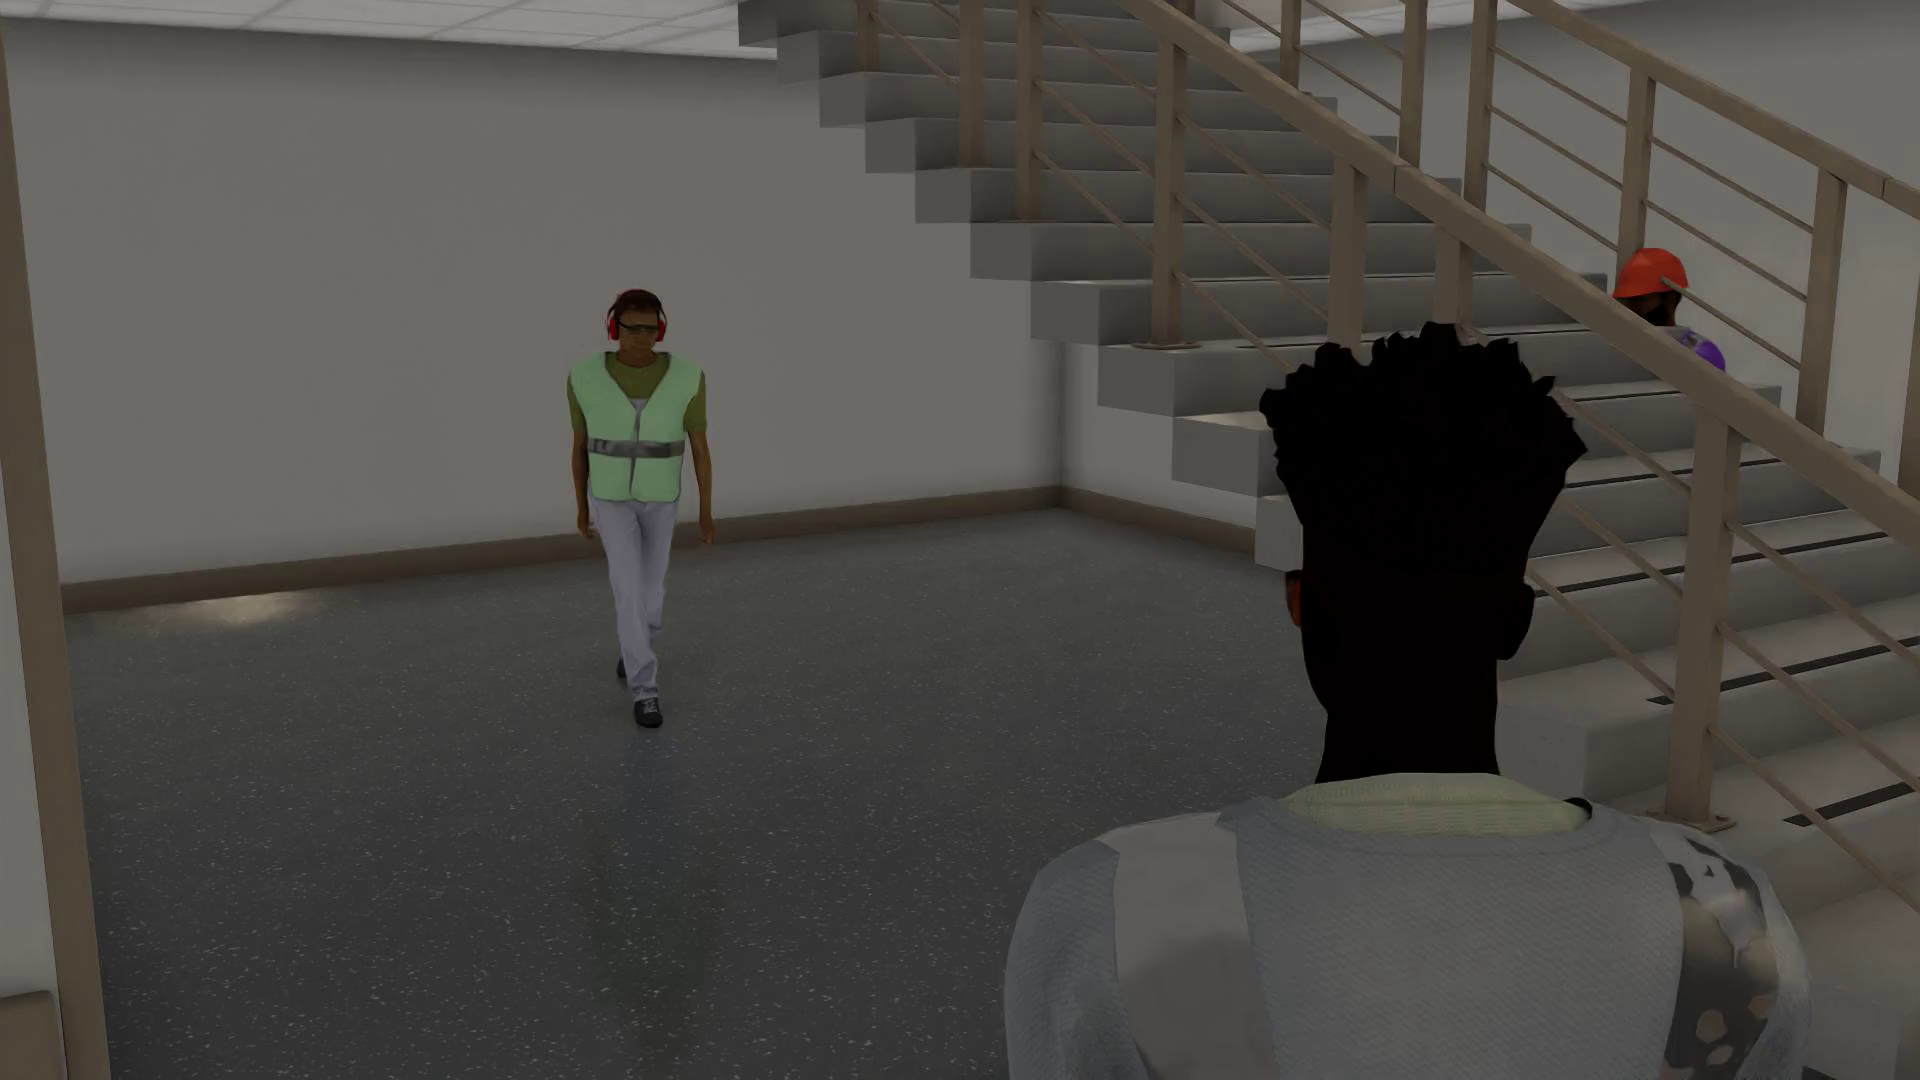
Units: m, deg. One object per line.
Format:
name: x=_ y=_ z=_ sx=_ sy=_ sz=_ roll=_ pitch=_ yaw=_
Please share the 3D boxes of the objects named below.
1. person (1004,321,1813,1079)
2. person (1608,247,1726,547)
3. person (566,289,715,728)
person: x=0.317 y=0.810 z=1.336 sx=0.615 sy=1.951 sz=0.389 roll=-2 pitch=11 yaw=-8
person: x=2.787 y=-0.210 z=6.749 sx=0.396 sy=1.928 sz=0.551 roll=-5 pitch=12 yaw=-24
person: x=-1.357 y=-0.184 z=7.053 sx=0.585 sy=1.779 sz=0.972 roll=-3 pitch=11 yaw=-17
